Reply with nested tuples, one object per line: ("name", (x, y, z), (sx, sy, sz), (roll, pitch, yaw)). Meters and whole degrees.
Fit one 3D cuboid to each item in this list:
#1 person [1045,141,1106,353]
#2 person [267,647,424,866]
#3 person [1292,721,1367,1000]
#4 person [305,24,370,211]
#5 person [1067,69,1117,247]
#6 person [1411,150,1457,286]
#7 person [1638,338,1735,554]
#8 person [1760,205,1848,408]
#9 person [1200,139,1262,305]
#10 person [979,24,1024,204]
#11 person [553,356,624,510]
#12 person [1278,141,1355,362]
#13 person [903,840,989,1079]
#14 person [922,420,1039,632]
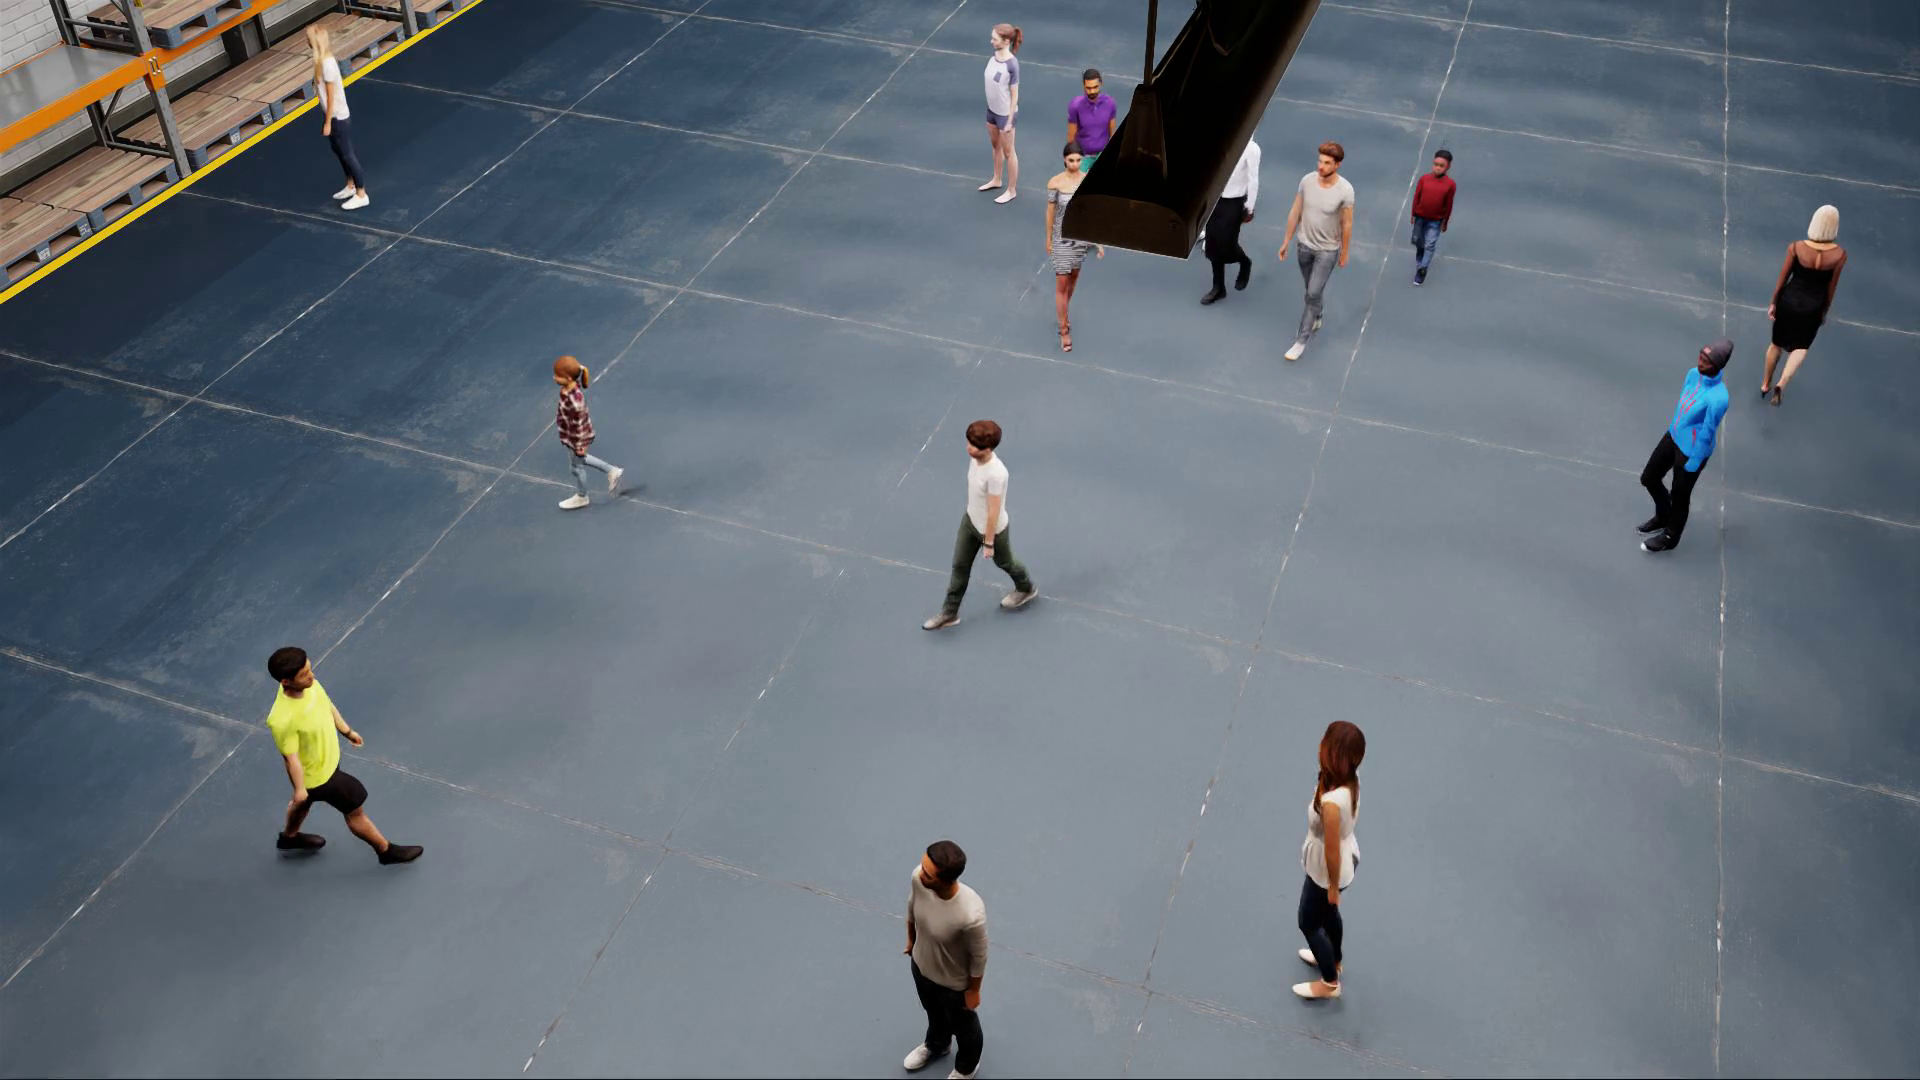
("person", (0.921, -2.570, 14.111), (0.875, 1.802, 0.988), (-9, 39, -11))
("person", (-3.736, 1.253, 9.433), (1.031, 1.666, 1.139), (-5, 39, -6))
("person", (2.007, 1.740, 8.759), (0.745, 1.747, 0.575), (7, 39, 9))
("person", (-5.942, -4.069, 15.986), (0.755, 1.805, 0.703), (-18, 42, -21))
("person", (1.173, -3.563, 15.398), (0.763, 1.747, 0.803), (-8, 39, -9))
("person", (4.272, -2.963, 15.049), (0.573, 1.245, 0.780), (19, 42, 22))
("person", (5.216, -0.657, 11.733), (0.800, 1.781, 0.701), (-6, 39, -8))
("person", (6.653, -1.794, 13.197), (0.682, 1.730, 0.856), (20, 43, 23))
("person", (2.404, -2.950, 14.571), (0.919, 1.821, 0.832), (-31, 48, -32))
("person", (0.416, -4.161, 16.132), (0.723, 1.765, 0.674), (-19, 42, -22))
("person", (-2.778, -0.804, 12.304), (0.824, 1.297, 0.784), (-12, 40, -15))
("person", (3.053, -2.501, 13.975), (0.900, 1.863, 1.120), (30, 47, 32))
("person", (-0.056, 2.099, 8.259), (0.703, 1.810, 0.728), (-32, 48, -33))
("person", (0.252, -0.105, 11.177), (1.164, 1.612, 1.057), (-18, 42, -22))
